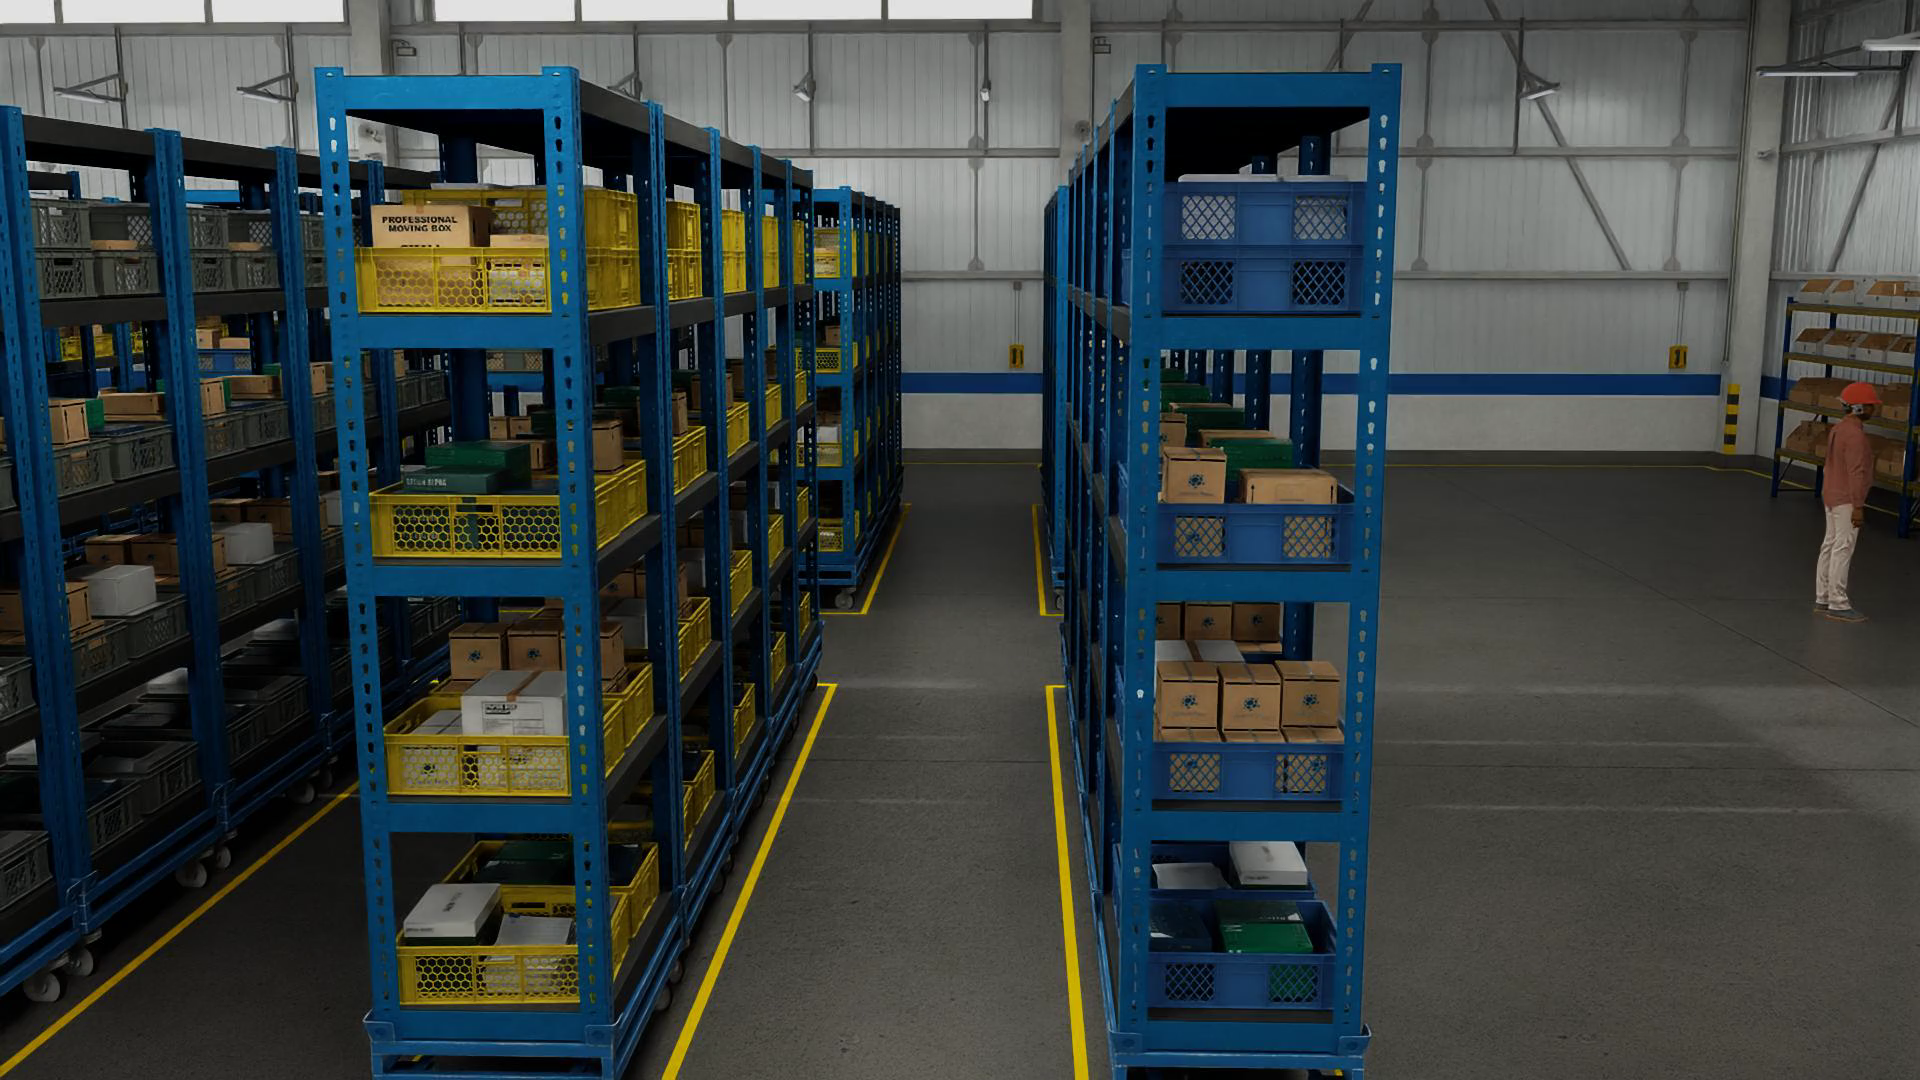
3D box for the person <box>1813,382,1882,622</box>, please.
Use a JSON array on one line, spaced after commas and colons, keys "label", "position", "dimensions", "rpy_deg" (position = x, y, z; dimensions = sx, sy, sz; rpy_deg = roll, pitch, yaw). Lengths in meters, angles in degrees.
[{"label": "person", "position": [7.418, -0.323, 13.900], "dimensions": [0.379, 1.996, 0.611], "rpy_deg": [2, 10, 10]}]
